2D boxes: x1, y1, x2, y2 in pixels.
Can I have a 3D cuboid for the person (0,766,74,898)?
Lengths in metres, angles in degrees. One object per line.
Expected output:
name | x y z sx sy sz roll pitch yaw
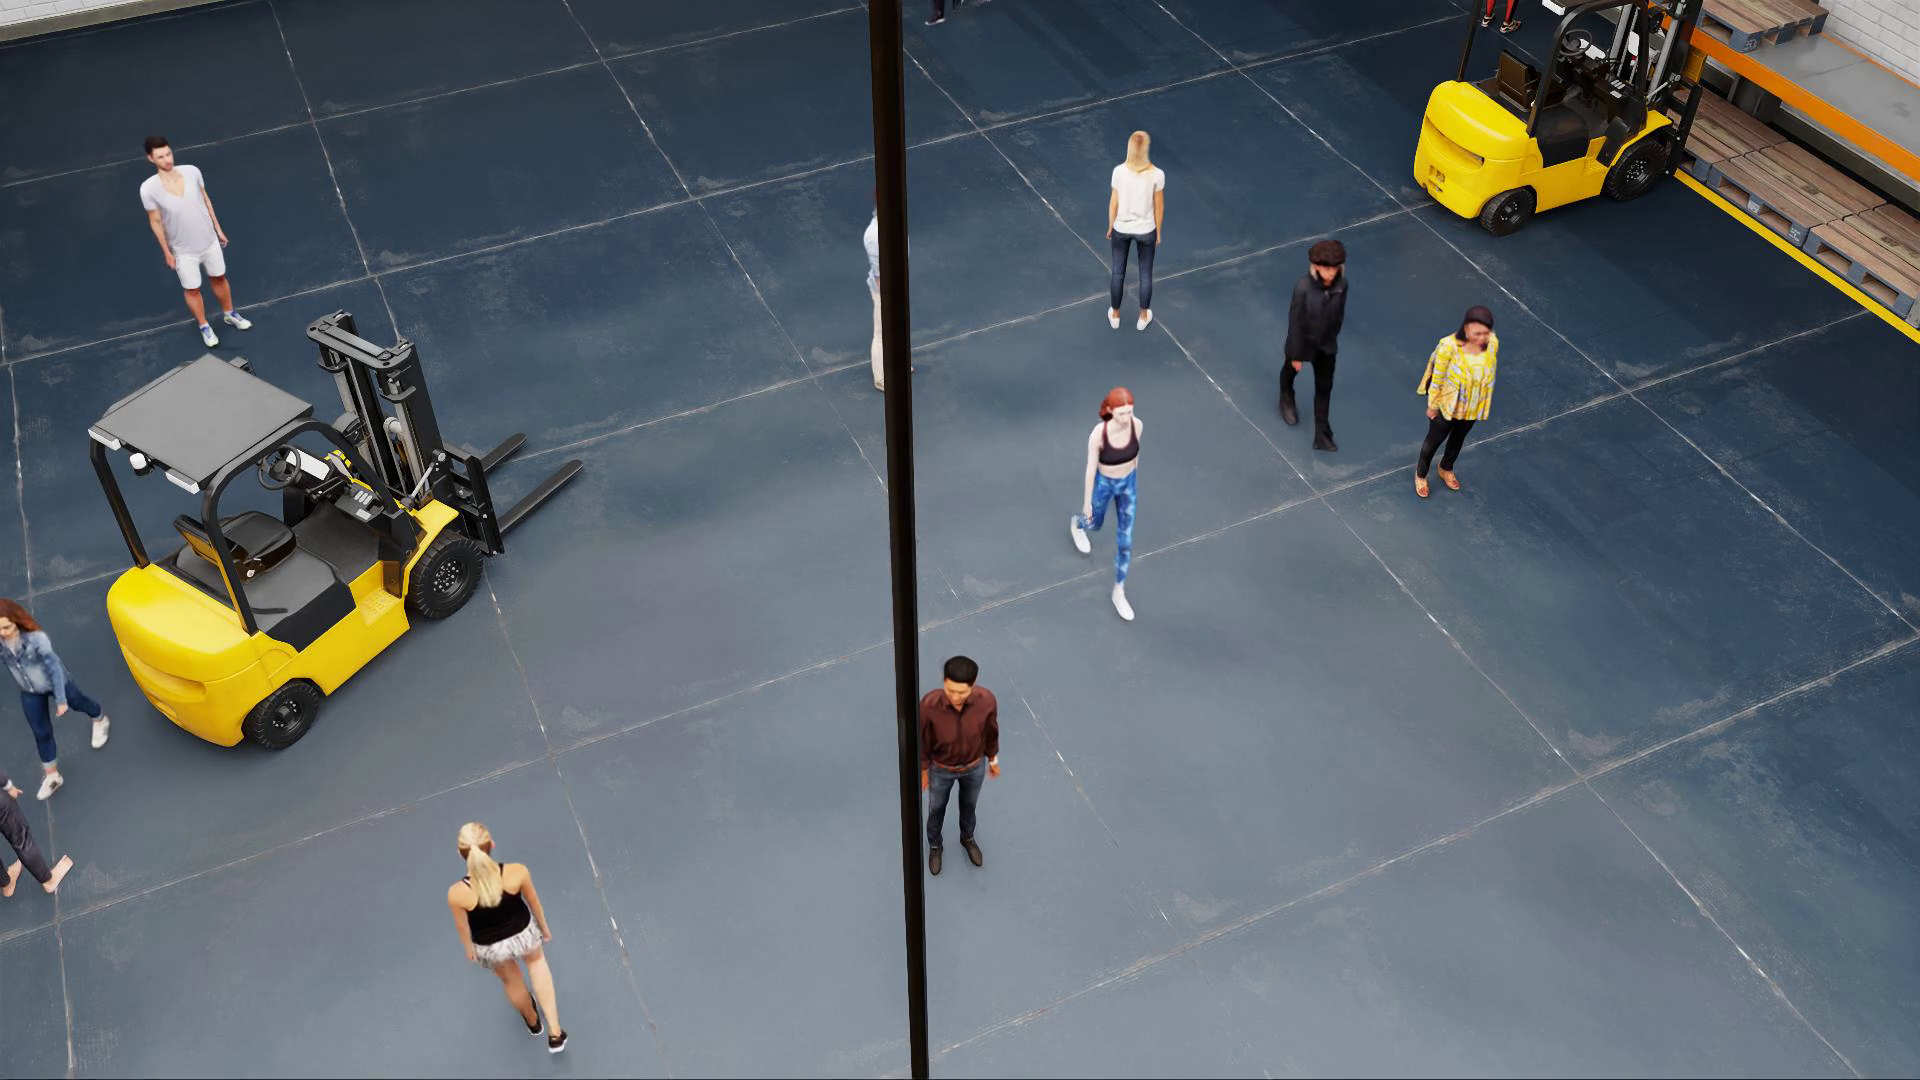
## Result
person | -5.650 1.440 9.508 0.678 1.770 0.641 -3 44 -3

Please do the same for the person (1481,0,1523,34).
person | 5.888 -6.289 17.594 0.605 1.808 0.753 32 52 29

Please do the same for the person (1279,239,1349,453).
person | 2.647 -1.565 12.693 0.796 1.729 1.132 -8 44 -9

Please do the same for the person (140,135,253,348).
person | -6.263 -2.460 13.542 0.711 1.853 0.757 31 52 29

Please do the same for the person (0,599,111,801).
person | -5.659 0.844 10.369 0.808 1.446 1.031 0 44 0

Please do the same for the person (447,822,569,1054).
person | -2.365 2.151 8.716 0.593 1.835 0.768 -18 47 -18

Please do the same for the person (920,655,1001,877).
person | -0.027 1.280 9.671 0.692 1.778 0.603 -8 44 -8

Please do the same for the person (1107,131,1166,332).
person | 1.430 -2.524 13.642 0.671 1.808 0.684 6 44 6

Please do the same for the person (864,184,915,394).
person | -0.579 -1.998 13.062 0.790 1.848 0.702 9 44 9

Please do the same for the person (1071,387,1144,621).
person | 0.998 -0.364 11.424 0.634 1.750 1.184 -14 45 -14

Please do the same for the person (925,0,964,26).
person | -0.161 -6.365 17.724 0.808 1.739 0.807 -34 53 -31

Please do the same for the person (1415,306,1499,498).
person | 3.640 -1.024 12.179 0.739 1.654 0.773 -13 45 -13
